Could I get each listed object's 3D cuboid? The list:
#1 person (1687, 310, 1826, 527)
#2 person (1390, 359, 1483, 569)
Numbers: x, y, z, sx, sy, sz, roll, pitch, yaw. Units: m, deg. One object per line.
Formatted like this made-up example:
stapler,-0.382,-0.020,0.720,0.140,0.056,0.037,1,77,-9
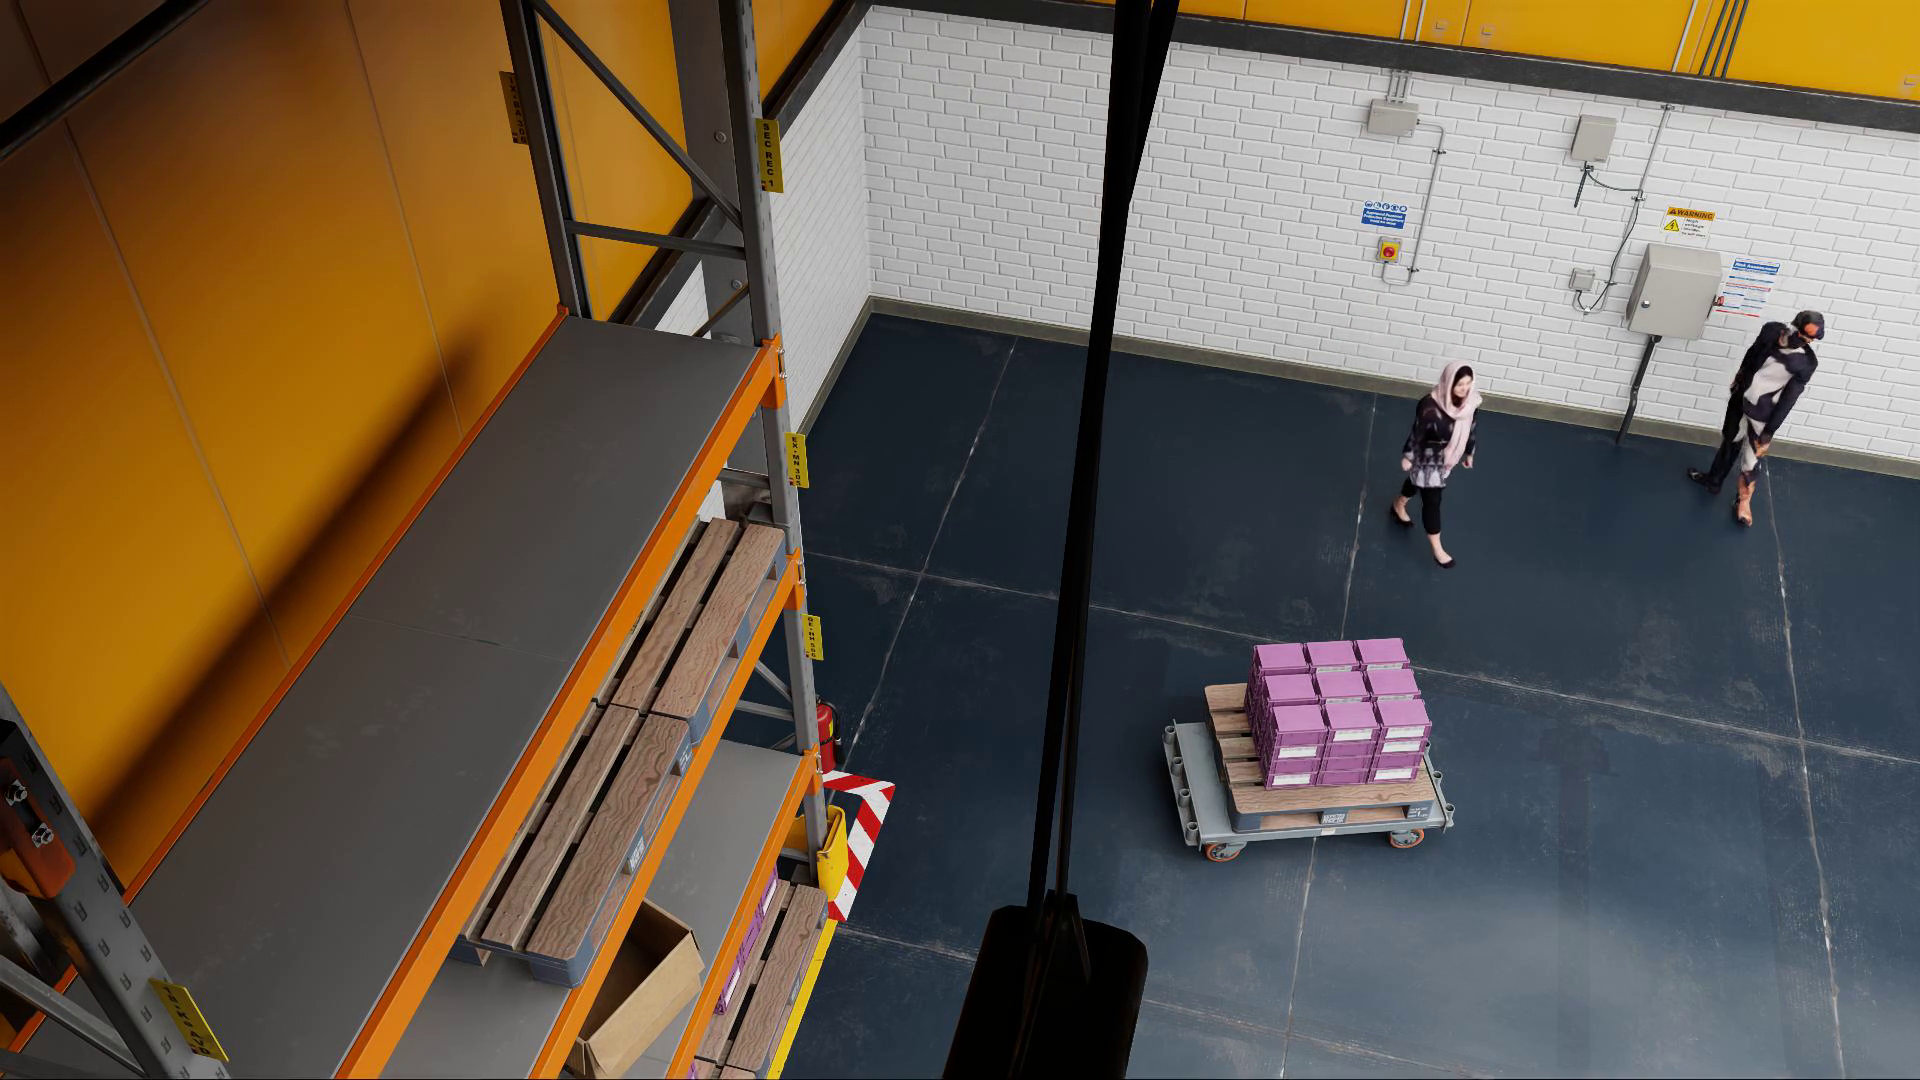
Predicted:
person,5.732,-1.007,11.985,0.980,1.863,0.813,-2,44,-2
person,3.327,-0.661,11.814,1.038,1.598,1.140,-17,46,-17
